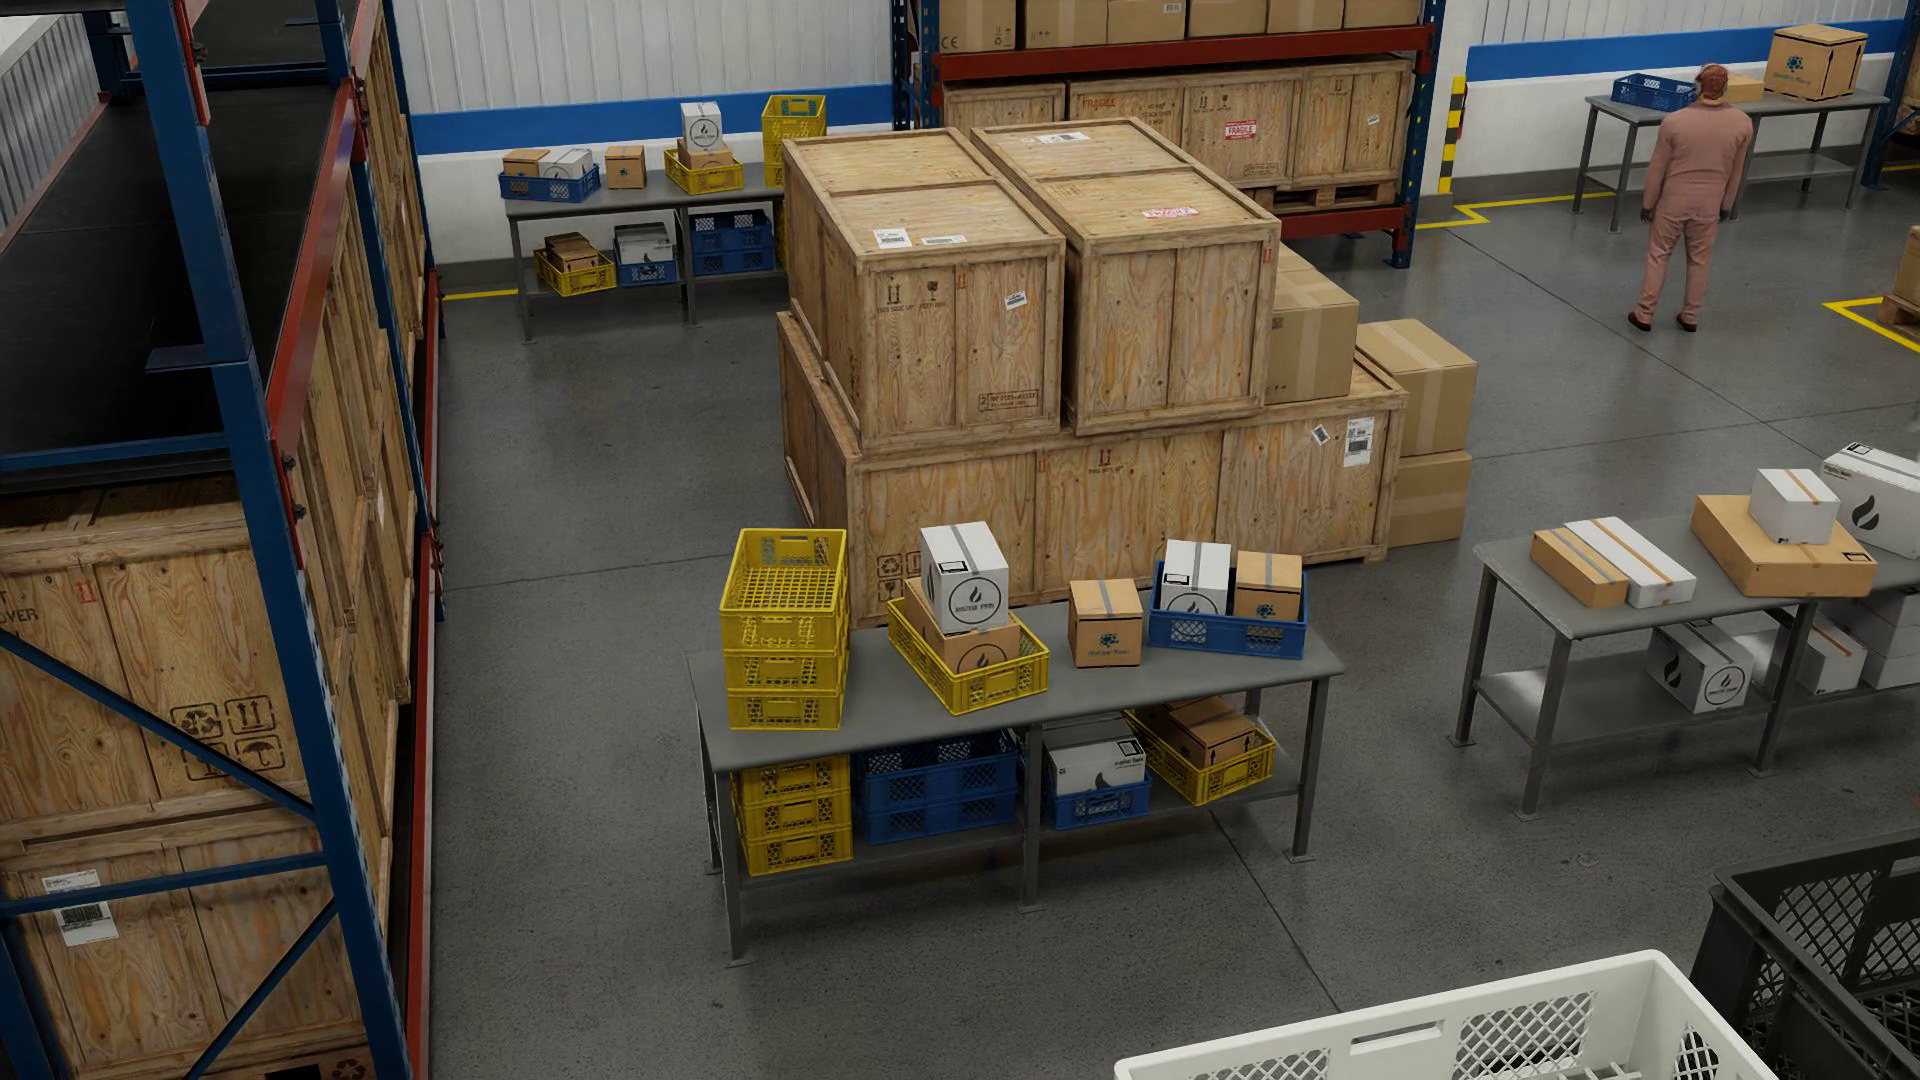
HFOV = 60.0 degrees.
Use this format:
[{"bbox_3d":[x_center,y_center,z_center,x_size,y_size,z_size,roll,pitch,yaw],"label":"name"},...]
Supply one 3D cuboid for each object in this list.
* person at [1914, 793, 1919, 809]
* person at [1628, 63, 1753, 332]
[{"bbox_3d":[4.319,0.387,6.728,0.360,1.882,0.574,-2,29,-4],"label":"person"},{"bbox_3d":[5.161,-2.414,11.803,0.643,1.898,0.398,3,29,5],"label":"person"}]
